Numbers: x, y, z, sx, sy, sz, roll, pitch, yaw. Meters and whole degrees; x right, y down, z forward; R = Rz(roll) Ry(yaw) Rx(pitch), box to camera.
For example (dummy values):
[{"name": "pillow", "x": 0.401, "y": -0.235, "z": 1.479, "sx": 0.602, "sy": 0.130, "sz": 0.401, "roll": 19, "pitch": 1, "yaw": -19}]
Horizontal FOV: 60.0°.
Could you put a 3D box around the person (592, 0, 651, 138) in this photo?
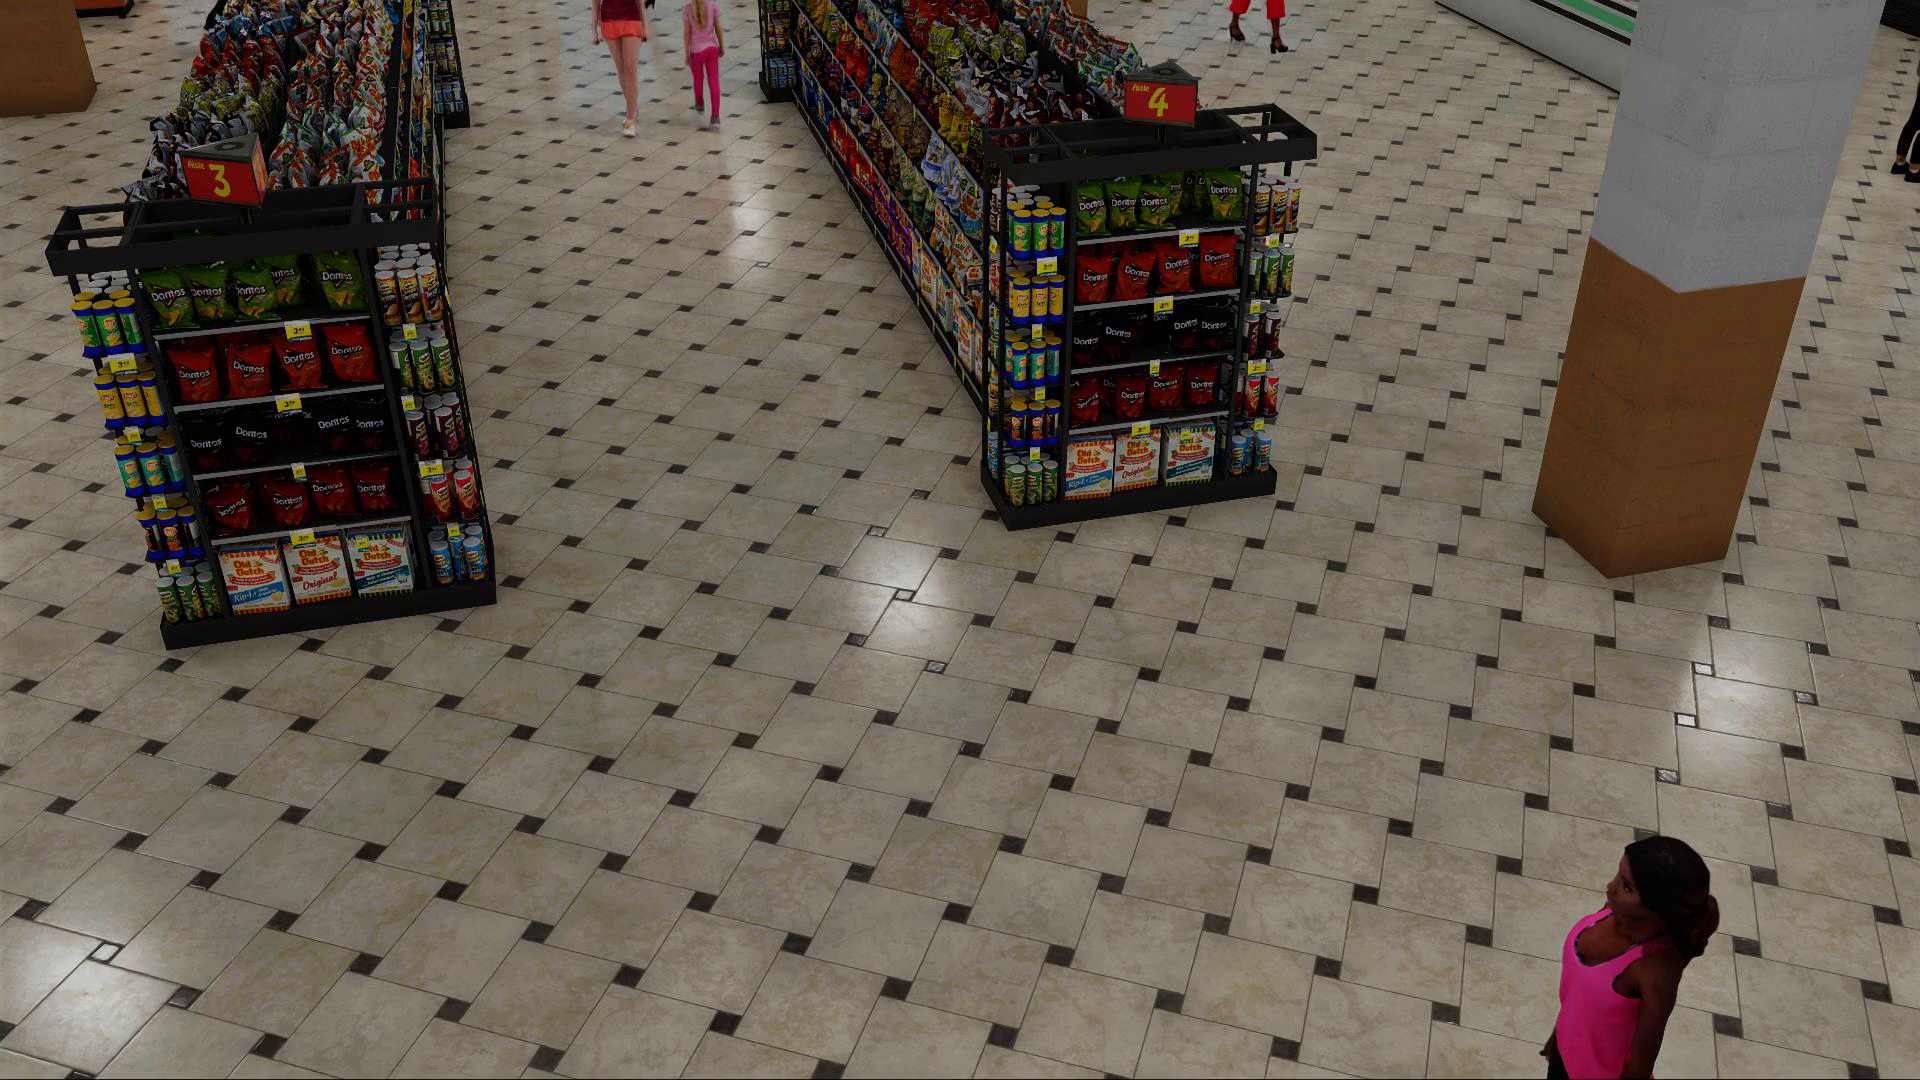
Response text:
[{"name": "person", "x": -2.825, "y": -4.350, "z": 14.045, "sx": 0.810, "sy": 1.722, "sz": 1.005, "roll": 4, "pitch": 32, "yaw": 7}]

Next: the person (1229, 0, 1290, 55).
[{"name": "person", "x": 2.837, "y": -5.613, "z": 16.065, "sx": 0.764, "sy": 1.733, "sz": 1.187, "roll": -15, "pitch": 35, "yaw": -23}]

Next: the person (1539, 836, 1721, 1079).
[{"name": "person", "x": 1.795, "y": 1.493, "z": 4.654, "sx": 0.667, "sy": 1.723, "sz": 0.565, "roll": 0, "pitch": 32, "yaw": 0}]

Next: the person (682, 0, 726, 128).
[{"name": "person", "x": -2.167, "y": -4.139, "z": 14.161, "sx": 0.501, "sy": 1.242, "sz": 0.888, "roll": -8, "pitch": 33, "yaw": -13}]

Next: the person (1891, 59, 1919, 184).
[{"name": "person", "x": 7.629, "y": -3.553, "z": 12.999, "sx": 0.678, "sy": 1.475, "sz": 0.508, "roll": -2, "pitch": 32, "yaw": -3}]
